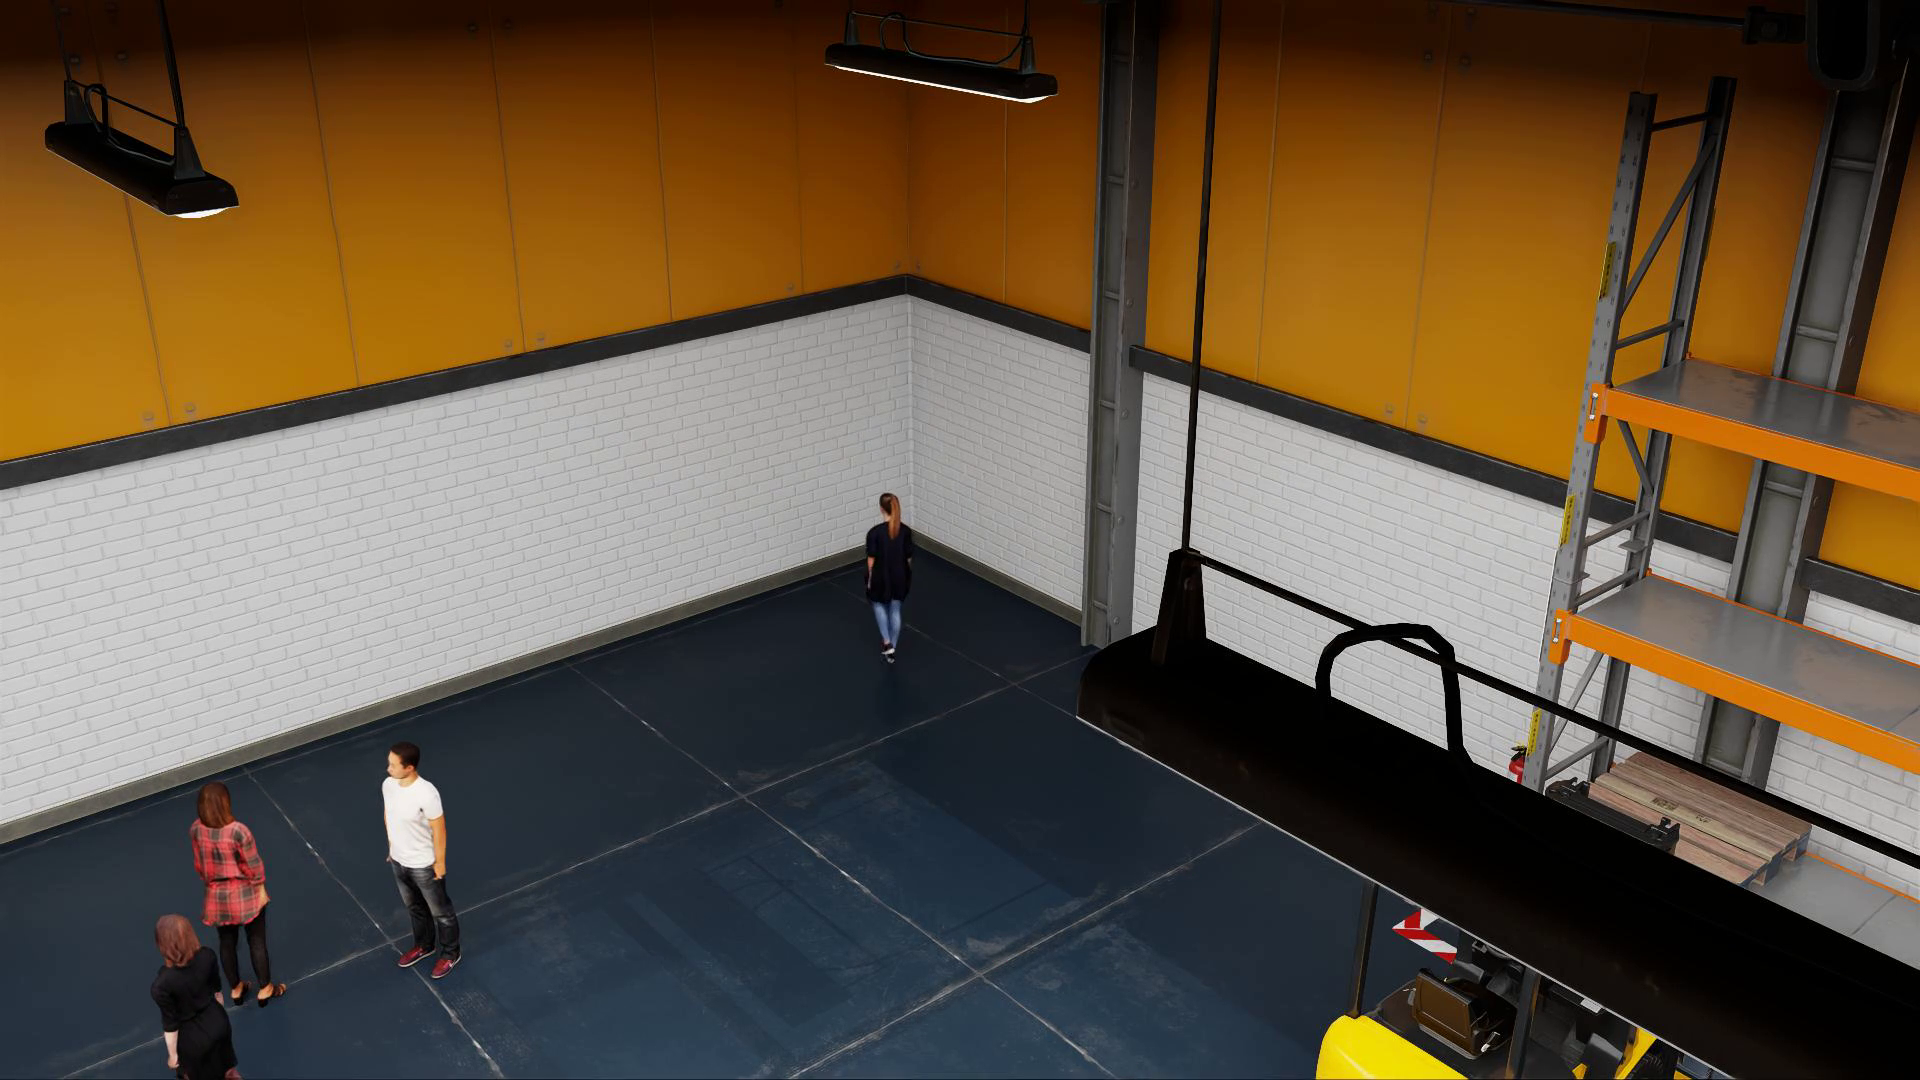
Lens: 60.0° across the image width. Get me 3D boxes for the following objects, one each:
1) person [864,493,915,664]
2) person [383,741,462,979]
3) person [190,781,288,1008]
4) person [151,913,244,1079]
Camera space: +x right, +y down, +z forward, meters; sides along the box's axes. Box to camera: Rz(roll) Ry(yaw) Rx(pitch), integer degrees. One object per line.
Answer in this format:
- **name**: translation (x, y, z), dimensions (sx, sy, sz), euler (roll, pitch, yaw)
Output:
- **person**: translation (-0.636, 0.395, 15.542), dimensions (0.759, 1.677, 0.798), euler (-7, 24, -15)
- **person**: translation (-3.693, 2.150, 11.373), dimensions (0.618, 1.800, 0.774), euler (12, 26, 26)
- **person**: translation (-4.828, 2.349, 11.041), dimensions (0.693, 1.702, 0.763), euler (3, 24, 7)
- **person**: translation (-4.442, 2.916, 9.739), dimensions (0.644, 1.705, 0.657), euler (10, 26, 22)
